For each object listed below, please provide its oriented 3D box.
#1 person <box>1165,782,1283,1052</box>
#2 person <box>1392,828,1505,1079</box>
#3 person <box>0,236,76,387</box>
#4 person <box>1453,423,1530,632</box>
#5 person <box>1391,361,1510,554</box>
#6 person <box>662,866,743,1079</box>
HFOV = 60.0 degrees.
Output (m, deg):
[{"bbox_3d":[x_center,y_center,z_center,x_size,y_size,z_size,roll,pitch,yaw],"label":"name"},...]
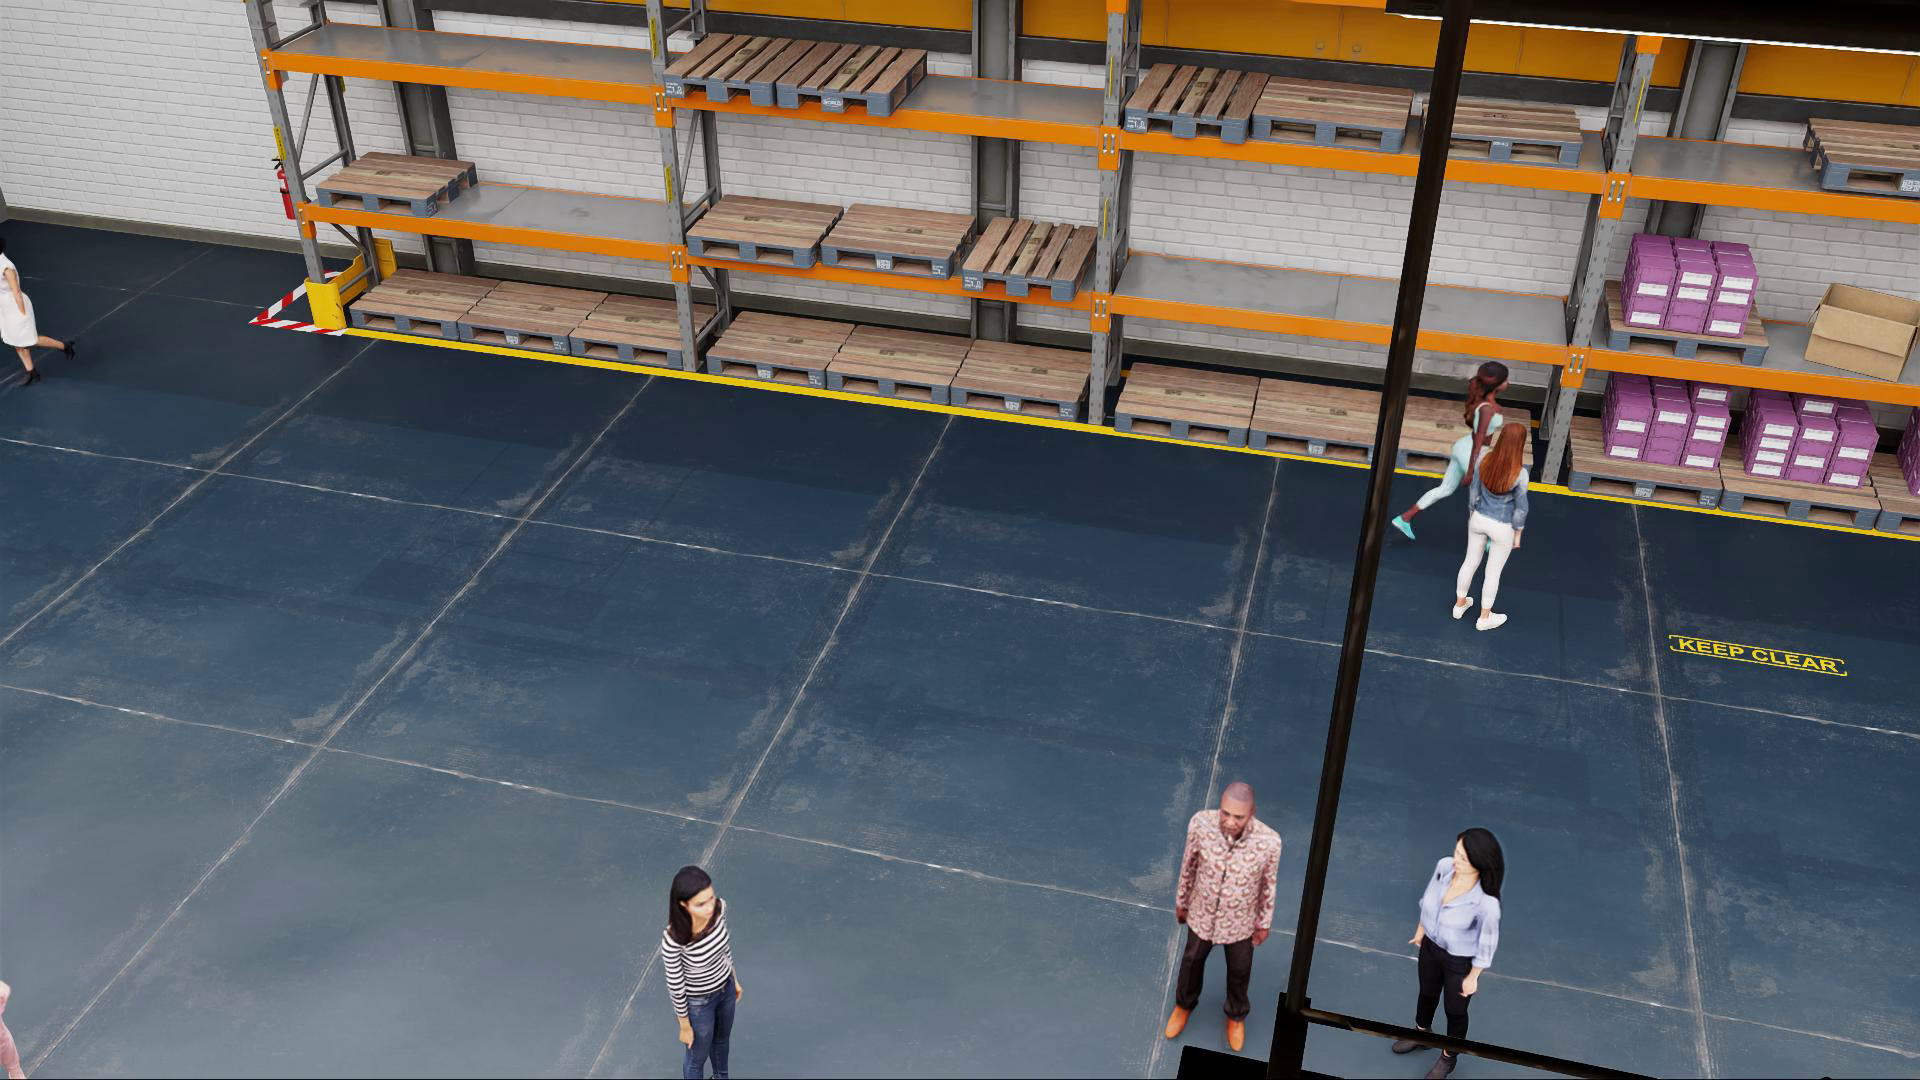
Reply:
[{"bbox_3d":[1.441,2.001,9.030,0.537,1.807,0.744,10,35,15],"label":"person"},{"bbox_3d":[2.601,2.198,8.792,0.777,1.743,0.733,-15,37,-22],"label":"person"},{"bbox_3d":[-8.771,-2.187,15.573,0.857,1.539,0.833,27,42,35],"label":"person"},{"bbox_3d":[3.934,-0.107,12.297,0.754,1.702,0.645,-26,41,-33],"label":"person"},{"bbox_3d":[3.928,-0.625,13.090,1.170,1.685,0.691,3,34,4],"label":"person"},{"bbox_3d":[-1.305,2.350,8.514,0.582,1.797,0.632,20,38,27],"label":"person"}]
